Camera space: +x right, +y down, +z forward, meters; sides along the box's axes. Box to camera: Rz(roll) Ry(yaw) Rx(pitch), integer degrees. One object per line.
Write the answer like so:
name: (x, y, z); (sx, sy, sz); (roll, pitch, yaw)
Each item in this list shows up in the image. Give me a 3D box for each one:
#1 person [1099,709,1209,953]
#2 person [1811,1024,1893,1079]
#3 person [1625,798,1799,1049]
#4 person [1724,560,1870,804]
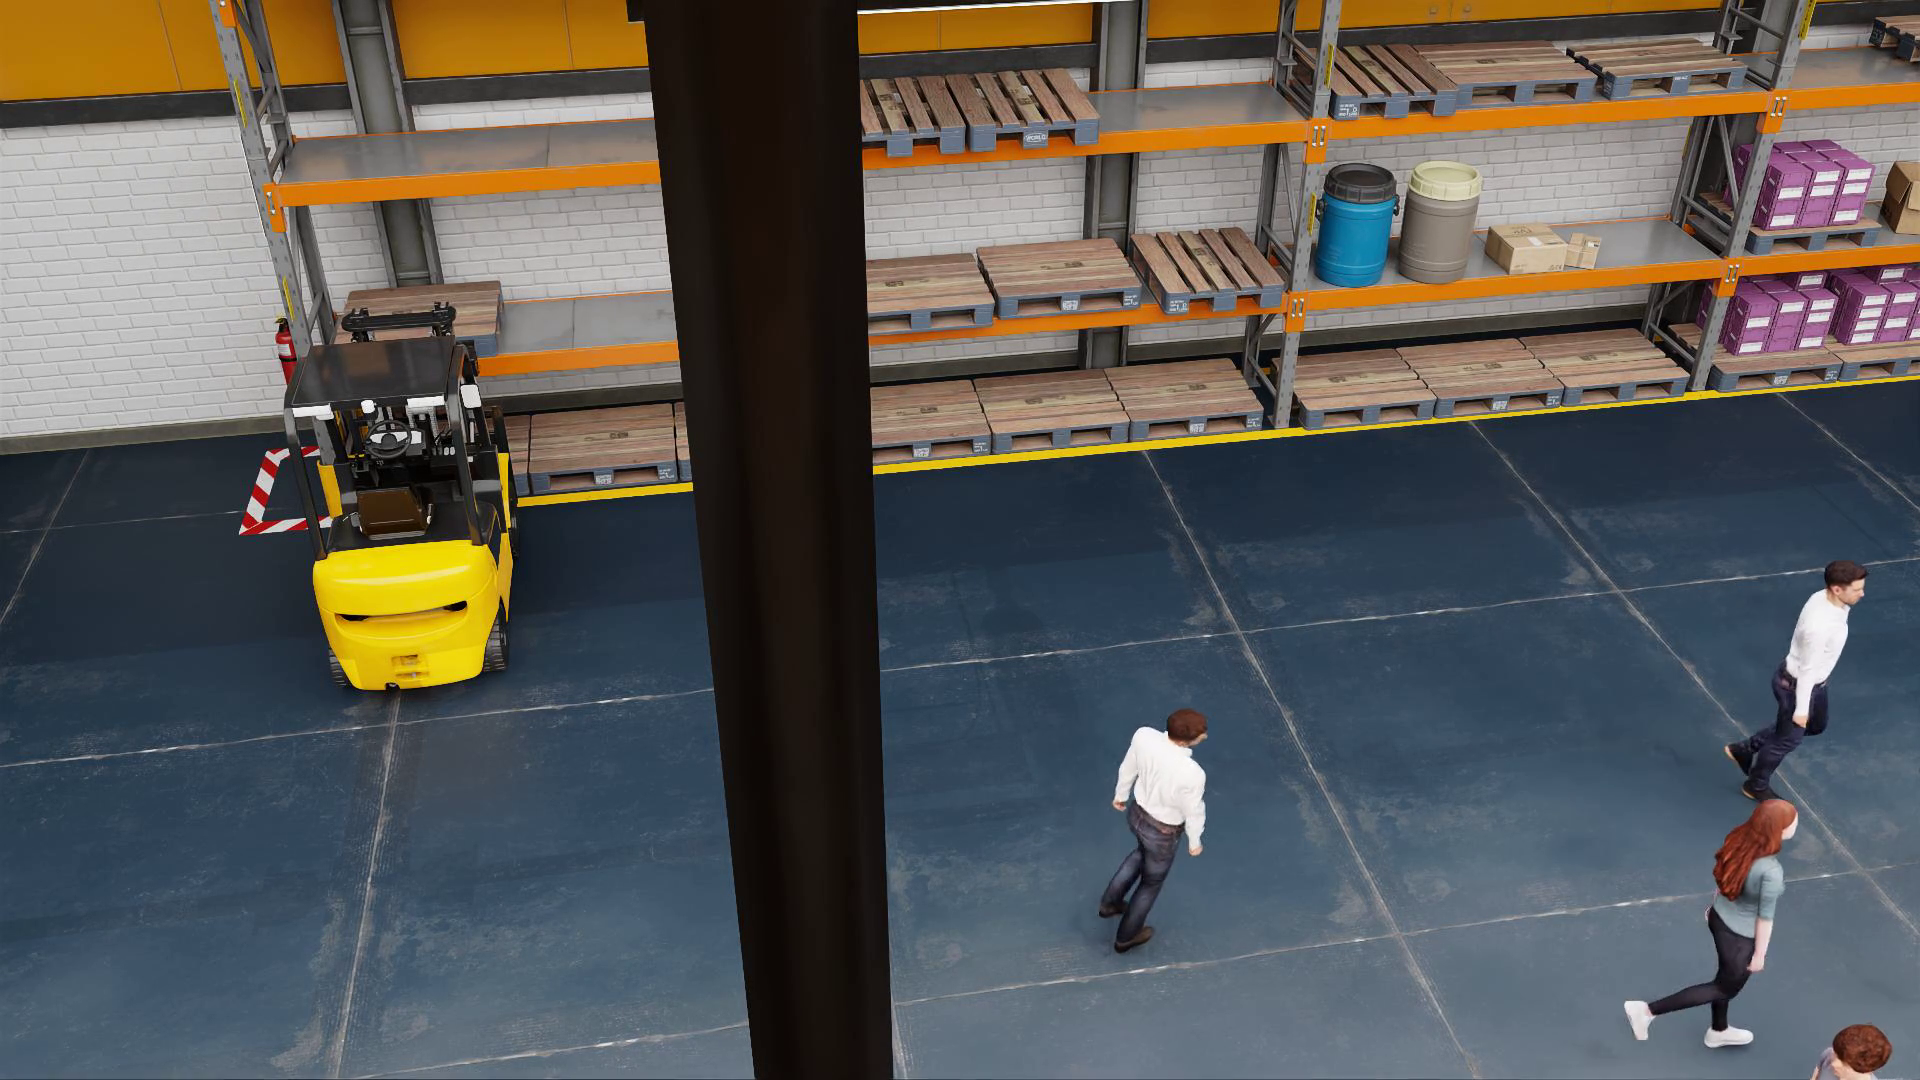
person: (1.050, 1.591, 9.174); (0.858, 1.828, 0.814); (25, 41, 33)
person: (3.997, 2.782, 7.554); (0.679, 1.638, 0.593); (-7, 34, -10)
person: (3.931, 2.036, 8.596); (1.026, 1.728, 0.698); (-1, 34, -1)
person: (5.098, 0.853, 10.262); (0.894, 1.852, 0.835); (21, 39, 29)
